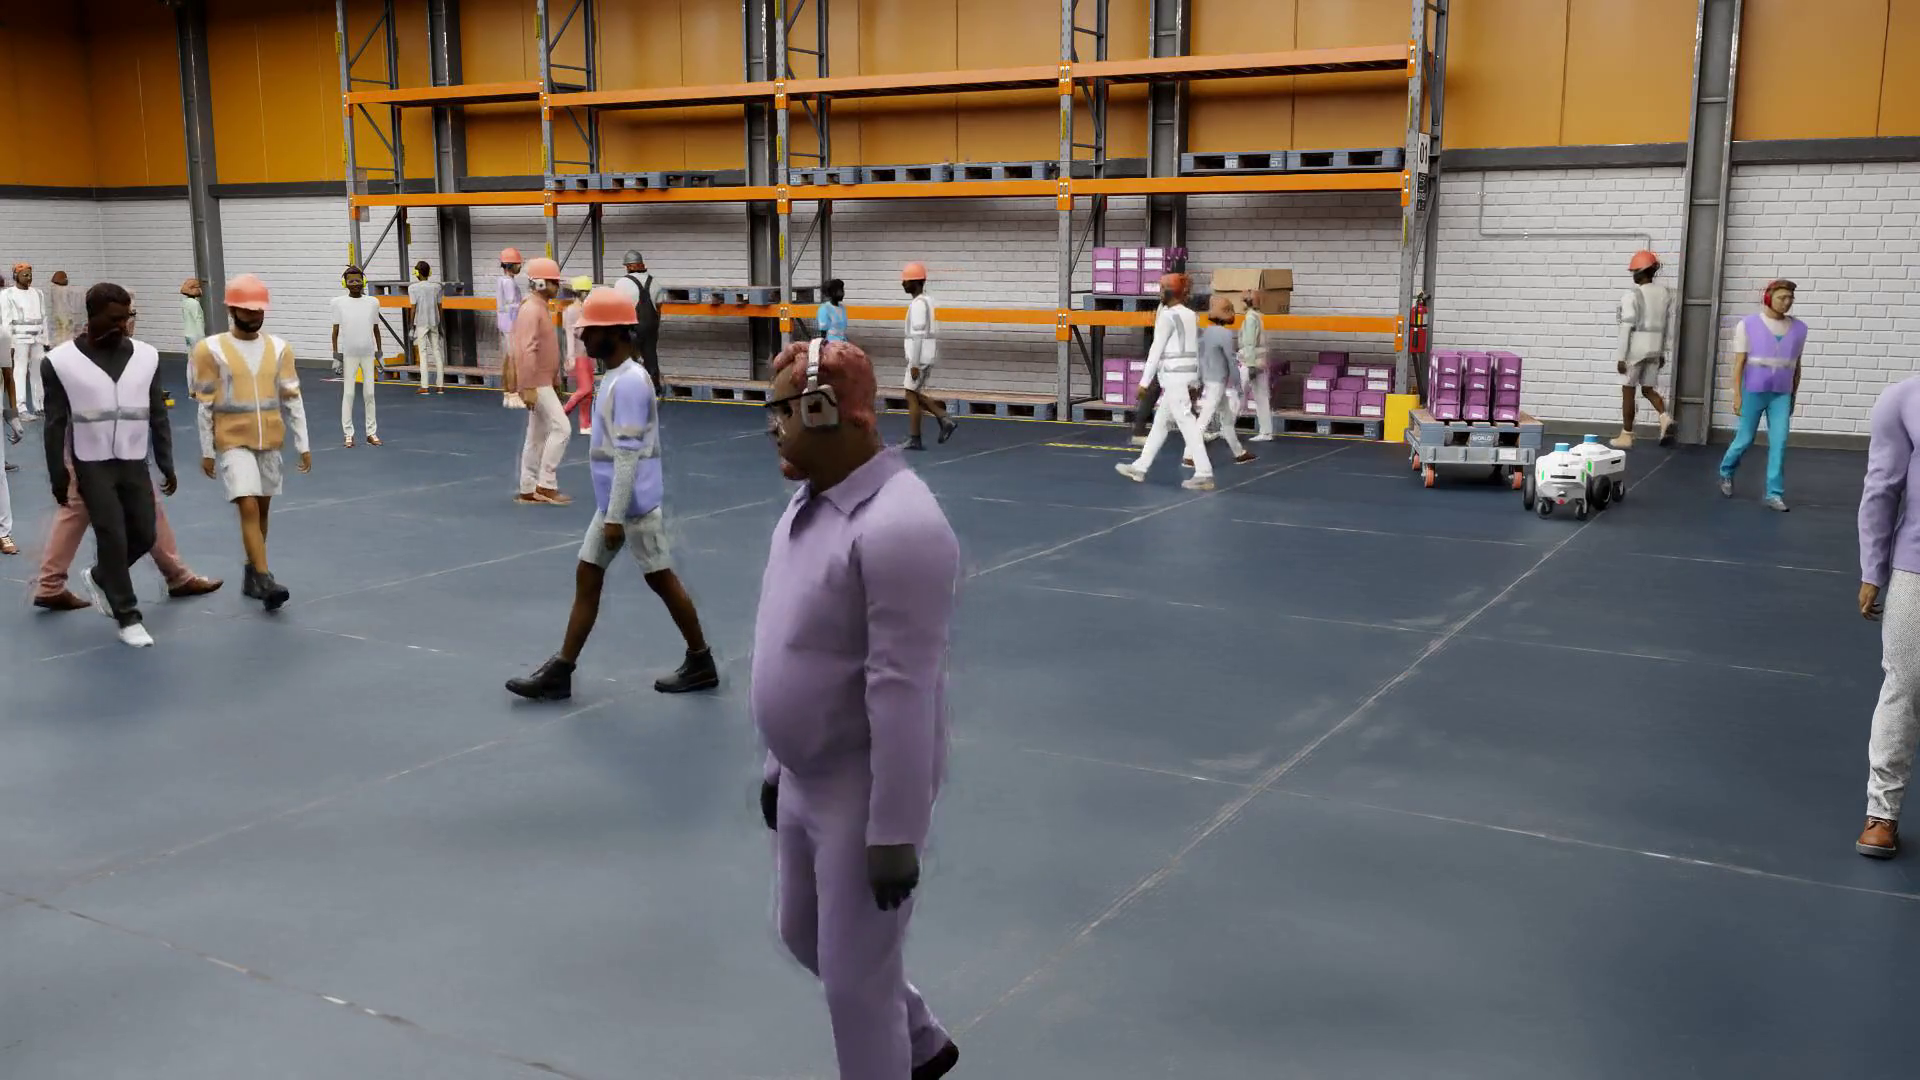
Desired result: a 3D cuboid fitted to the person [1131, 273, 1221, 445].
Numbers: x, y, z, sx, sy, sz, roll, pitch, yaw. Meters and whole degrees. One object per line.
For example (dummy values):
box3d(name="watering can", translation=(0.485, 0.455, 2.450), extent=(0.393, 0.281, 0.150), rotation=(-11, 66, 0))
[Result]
box3d(name="person", translation=(2.195, -1.843, 17.128), extent=(0.949, 1.793, 0.519), rotation=(5, 11, 27))

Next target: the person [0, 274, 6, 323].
box3d(name="person", translation=(-15.960, -3.641, 27.797), extent=(0.538, 1.624, 0.427), rotation=(5, 11, 26))

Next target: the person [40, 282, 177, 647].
box3d(name="person", translation=(-4.474, -0.399, 8.695), extent=(0.679, 1.886, 0.603), rotation=(8, 13, 37))

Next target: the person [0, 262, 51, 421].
box3d(name="person", translation=(-11.111, -2.357, 19.803), extent=(0.338, 1.882, 0.575), rotation=(3, 11, 19))

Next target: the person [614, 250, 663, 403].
box3d(name="person", translation=(-4.262, -2.804, 21.873), extent=(0.679, 2.000, 0.535), rotation=(-9, 13, -42))

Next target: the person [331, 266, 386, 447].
box3d(name="person", translation=(-6.220, -1.894, 17.209), extent=(0.535, 1.868, 0.309), rotation=(-6, 12, -33))

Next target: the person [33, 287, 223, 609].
box3d(name="person", translation=(-4.867, -0.523, 9.532), extent=(1.015, 1.847, 0.628), rotation=(-10, 14, -44))

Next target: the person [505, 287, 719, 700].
box3d(name="person", translation=(-1.561, -0.195, 7.548), extent=(0.980, 1.884, 0.561), rotation=(-4, 11, -22))

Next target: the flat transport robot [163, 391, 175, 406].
box3d(name="flat transport robot", translation=(-10.838, -1.831, 21.372), extent=(1.431, 0.197, 0.652), rotation=(6, 12, 30))

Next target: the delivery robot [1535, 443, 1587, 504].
box3d(name="delivery robot", translation=(4.608, -0.499, 12.762), extent=(0.477, 0.478, 0.707), rotation=(3, 10, 16))

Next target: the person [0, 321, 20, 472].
box3d(name="person", translation=(-8.805, -1.493, 15.040), extent=(0.404, 1.830, 0.600), rotation=(-1, 10, -4))

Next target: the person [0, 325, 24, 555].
box3d(name="person", translation=(-6.548, -0.811, 11.091), extent=(0.520, 1.865, 0.335), rotation=(-6, 12, -31))

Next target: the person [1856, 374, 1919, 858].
box3d(name="person", translation=(3.335, 0.130, 5.546), extent=(0.630, 1.940, 0.370), rotation=(5, 11, 25))

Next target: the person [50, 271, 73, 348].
box3d(name="person", translation=(-15.891, -3.942, 29.465), extent=(0.507, 1.632, 0.264), rotation=(7, 12, 34))

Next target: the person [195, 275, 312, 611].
box3d(name="person", translation=(-3.995, -0.550, 9.518), extent=(0.878, 1.892, 0.557), rotation=(10, 14, 44))

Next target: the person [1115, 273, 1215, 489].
box3d(name="person", translation=(1.795, -1.359, 14.276), extent=(0.980, 1.833, 0.585), rotation=(6, 12, 30))

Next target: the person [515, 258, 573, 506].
box3d(name="person", translation=(-3.287, -1.244, 13.226), extent=(0.601, 1.968, 0.645), rotation=(-1, 10, -6))

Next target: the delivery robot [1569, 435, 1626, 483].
box3d(name="delivery robot", translation=(5.050, -0.603, 13.347), extent=(0.477, 0.478, 0.707), rotation=(10, 14, 43))

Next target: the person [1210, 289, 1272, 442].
box3d(name="person", translation=(2.974, -1.833, 17.575), extent=(0.767, 1.604, 0.548), rotation=(3, 11, 19))

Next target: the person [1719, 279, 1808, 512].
box3d(name="person", translation=(6.386, -1.169, 13.251), extent=(0.578, 1.819, 0.781), rotation=(0, 10, 2))

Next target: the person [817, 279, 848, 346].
box3d(name="person", translation=(-1.586, -2.311, 20.101), extent=(0.472, 1.688, 0.543), rotation=(6, 12, 31))

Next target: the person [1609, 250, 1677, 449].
box3d(name="person", translation=(6.936, -1.907, 16.821), extent=(0.628, 2.029, 0.686), rotation=(-4, 11, -19))

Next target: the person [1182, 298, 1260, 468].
box3d(name="person", translation=(2.444, -1.469, 15.579), extent=(0.851, 1.581, 0.520), rotation=(-3, 10, -17))

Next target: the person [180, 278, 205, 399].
box3d(name="person", translation=(-10.379, -2.727, 22.590), extent=(0.285, 1.633, 0.499), rotation=(-9, 14, -43))

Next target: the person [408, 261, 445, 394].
box3d(name="person", translation=(-7.492, -2.977, 23.359), extent=(0.508, 1.864, 0.329), rotation=(-9, 13, -42))

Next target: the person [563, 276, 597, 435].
box3d(name="person", translation=(-4.125, -1.992, 18.091), extent=(0.416, 1.750, 0.540), rotation=(2, 10, 12))

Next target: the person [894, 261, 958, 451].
box3d(name="person", translation=(-0.370, -1.847, 16.801), extent=(0.554, 1.918, 0.562), rotation=(1, 10, 7))

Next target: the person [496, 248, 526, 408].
box3d(name="person", translation=(-5.725, -2.707, 21.318), extent=(0.377, 2.044, 0.607), rotation=(-5, 11, -27))

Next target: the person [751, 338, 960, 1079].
box3d(name="person", translation=(-0.178, 0.517, 3.556), extent=(0.556, 1.880, 0.700), rotation=(-5, 11, -27))
